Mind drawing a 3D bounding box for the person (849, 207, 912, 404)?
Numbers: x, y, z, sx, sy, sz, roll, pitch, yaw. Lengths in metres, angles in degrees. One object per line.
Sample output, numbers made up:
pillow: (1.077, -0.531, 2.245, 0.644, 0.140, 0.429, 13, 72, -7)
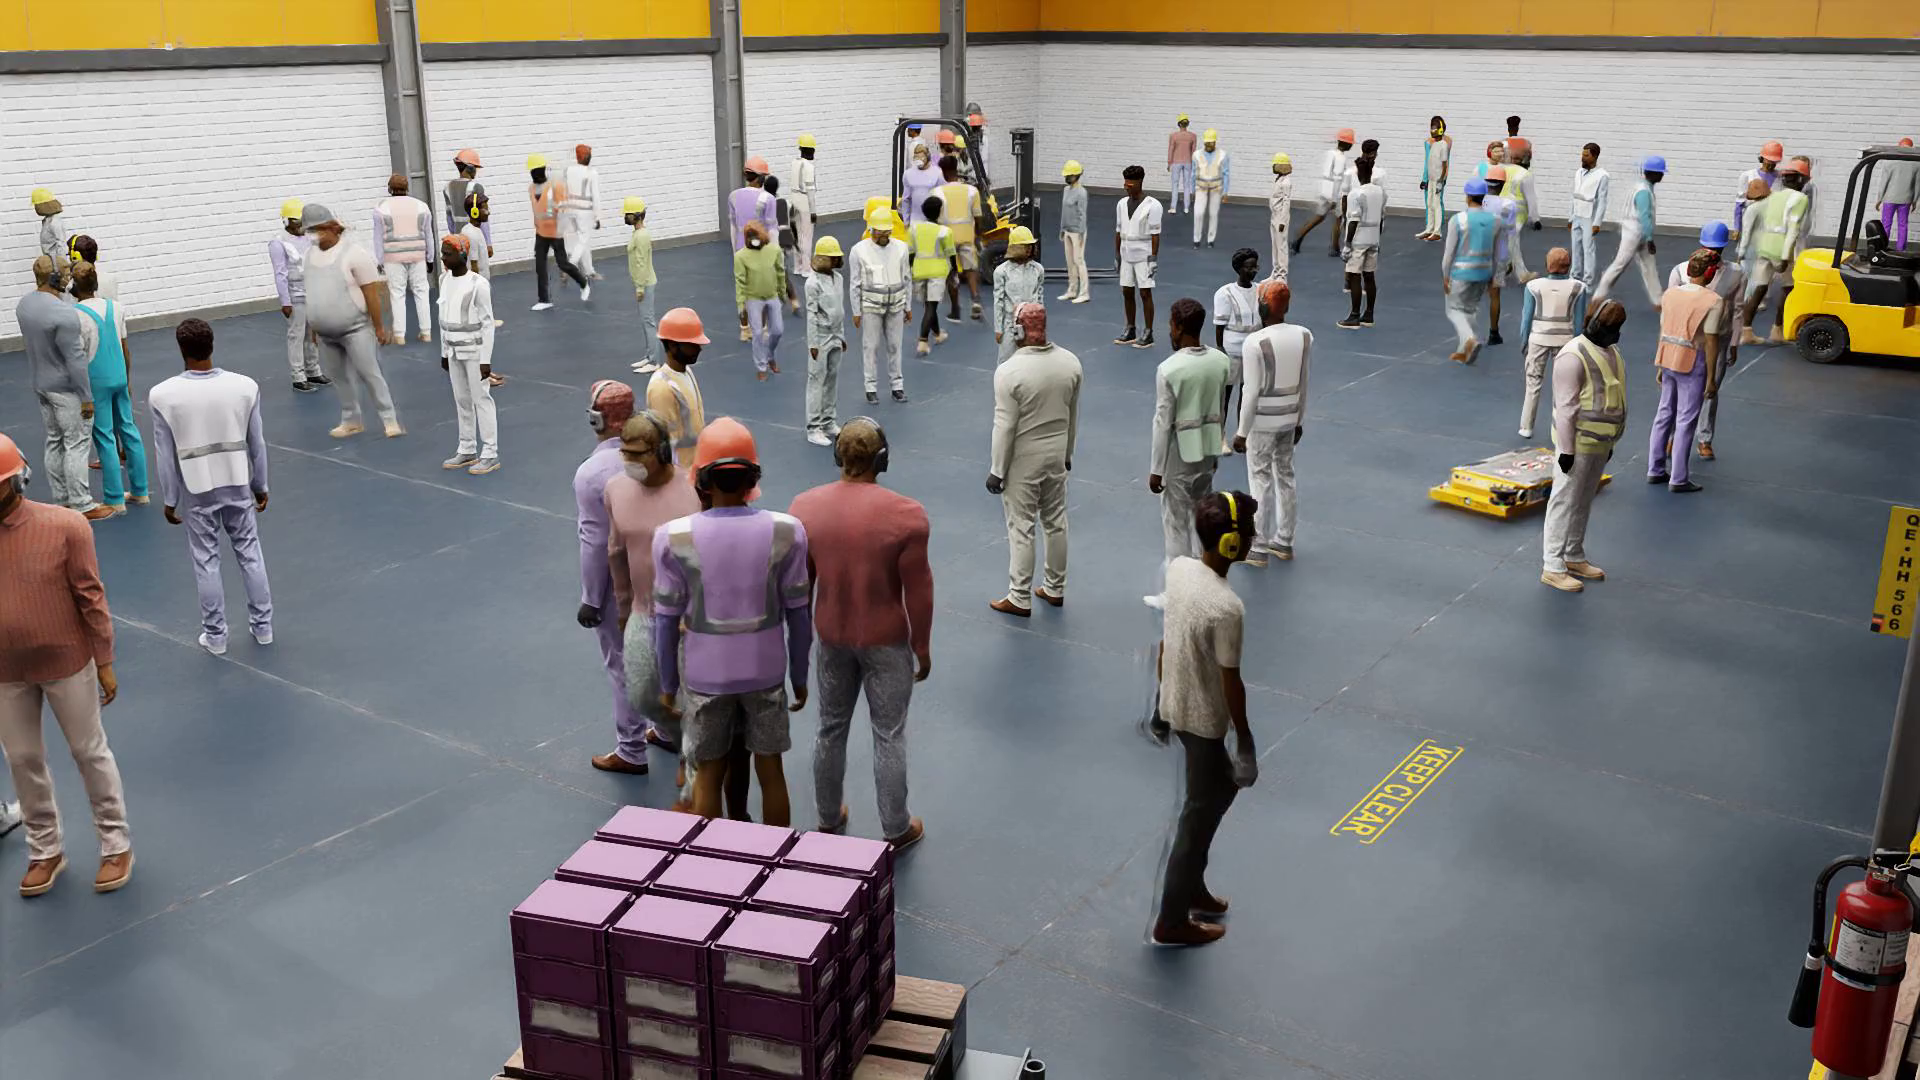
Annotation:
person: (-0.719, -2.165, 15.389, 0.602, 1.821, 0.403, -7, 19, -21)

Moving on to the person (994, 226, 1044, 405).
person: (0.527, -1.870, 14.584, 0.492, 1.746, 0.284, -8, 20, -24)

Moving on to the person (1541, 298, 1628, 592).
person: (3.954, -0.607, 10.488, 0.429, 1.838, 0.621, 17, 24, 42)

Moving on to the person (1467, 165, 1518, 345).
person: (5.758, -3.087, 18.105, 0.548, 1.938, 0.410, 9, 20, 26)

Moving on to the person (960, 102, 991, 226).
person: (0.197, -6.354, 28.131, 0.538, 2.000, 0.683, -11, 21, -30)

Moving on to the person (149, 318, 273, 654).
person: (-4.200, -0.296, 9.404, 0.583, 1.911, 0.392, -15, 23, -40)

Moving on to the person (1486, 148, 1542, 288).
person: (7.363, -4.232, 21.892, 0.963, 1.789, 0.650, -5, 18, -14)

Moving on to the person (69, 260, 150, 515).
person: (-6.185, -1.091, 11.985, 0.349, 1.847, 0.505, 7, 19, 21)

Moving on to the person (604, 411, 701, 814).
person: (-1.276, 0.338, 7.398, 0.670, 1.916, 0.483, 9, 20, 26)

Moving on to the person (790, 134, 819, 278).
person: (-2.094, -4.554, 22.685, 0.381, 1.924, 0.593, -9, 20, -27)

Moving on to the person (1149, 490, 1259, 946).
person: (0.981, 0.694, 6.392, 0.561, 1.847, 0.538, -5, 18, -16)

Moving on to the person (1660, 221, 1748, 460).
person: (5.990, -1.608, 13.453, 0.609, 1.942, 0.412, 5, 18, 14)

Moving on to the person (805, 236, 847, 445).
person: (-1.107, -1.683, 14.000, 0.322, 1.743, 0.489, 10, 20, 28)

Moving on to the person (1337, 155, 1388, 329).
person: (4.596, -3.404, 19.029, 0.612, 1.959, 0.365, -13, 22, -36)

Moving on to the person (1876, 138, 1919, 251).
person: (13.709, -4.989, 24.328, 0.570, 1.747, 0.341, 4, 18, 12)

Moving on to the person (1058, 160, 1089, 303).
person: (1.418, -3.838, 20.732, 0.374, 1.760, 0.522, -7, 19, -22)

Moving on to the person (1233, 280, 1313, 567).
person: (2.035, -0.758, 10.880, 0.584, 1.883, 0.337, -12, 21, -33)

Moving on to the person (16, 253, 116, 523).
person: (-6.336, -1.058, 11.757, 0.635, 1.928, 0.382, 11, 21, 32)

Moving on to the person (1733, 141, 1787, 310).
person: (9.690, -3.799, 20.149, 0.605, 2.036, 0.383, 2, 18, 5)

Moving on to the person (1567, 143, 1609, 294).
person: (8.025, -4.113, 21.319, 0.386, 1.918, 0.595, -6, 19, -17)

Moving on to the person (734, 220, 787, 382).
person: (-1.961, -2.348, 16.310, 0.544, 1.595, 0.528, -8, 19, -24)

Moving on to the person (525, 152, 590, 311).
person: (-4.974, -3.791, 20.360, 0.598, 1.890, 0.837, 9, 20, 27)

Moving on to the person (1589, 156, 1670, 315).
person: (8.107, -3.618, 19.831, 1.027, 1.885, 0.606, 11, 21, 30)

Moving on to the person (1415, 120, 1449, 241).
person: (7.494, -5.668, 26.280, 0.328, 1.861, 0.514, -3, 18, -9)

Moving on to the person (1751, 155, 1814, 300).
person: (10.287, -3.861, 20.697, 0.857, 1.807, 0.536, 6, 19, 18)

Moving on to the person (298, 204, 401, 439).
person: (-5.187, -1.846, 14.030, 0.825, 2.000, 0.554, 6, 19, 18)

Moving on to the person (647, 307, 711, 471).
person: (-1.589, -0.383, 9.626, 0.374, 1.933, 0.552, 1, 18, 4)

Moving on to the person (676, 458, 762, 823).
person: (-0.952, 0.528, 6.804, 0.390, 1.923, 0.550, 8, 19, 22)

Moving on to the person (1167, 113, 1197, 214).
person: (3.964, -6.736, 29.789, 0.532, 1.758, 0.345, -3, 18, -11)

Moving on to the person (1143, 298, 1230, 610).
person: (1.382, -0.498, 10.025, 0.599, 1.913, 0.384, -15, 23, -39)

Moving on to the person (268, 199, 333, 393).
person: (-6.294, -2.341, 15.918, 0.404, 1.828, 0.602, 4, 18, 12)

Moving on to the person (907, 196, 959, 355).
person: (-0.292, -2.826, 17.730, 0.545, 1.646, 0.891, 8, 20, 24)

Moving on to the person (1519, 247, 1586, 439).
person: (5.001, -1.653, 14.079, 0.513, 1.638, 0.307, 5, 18, 16)
